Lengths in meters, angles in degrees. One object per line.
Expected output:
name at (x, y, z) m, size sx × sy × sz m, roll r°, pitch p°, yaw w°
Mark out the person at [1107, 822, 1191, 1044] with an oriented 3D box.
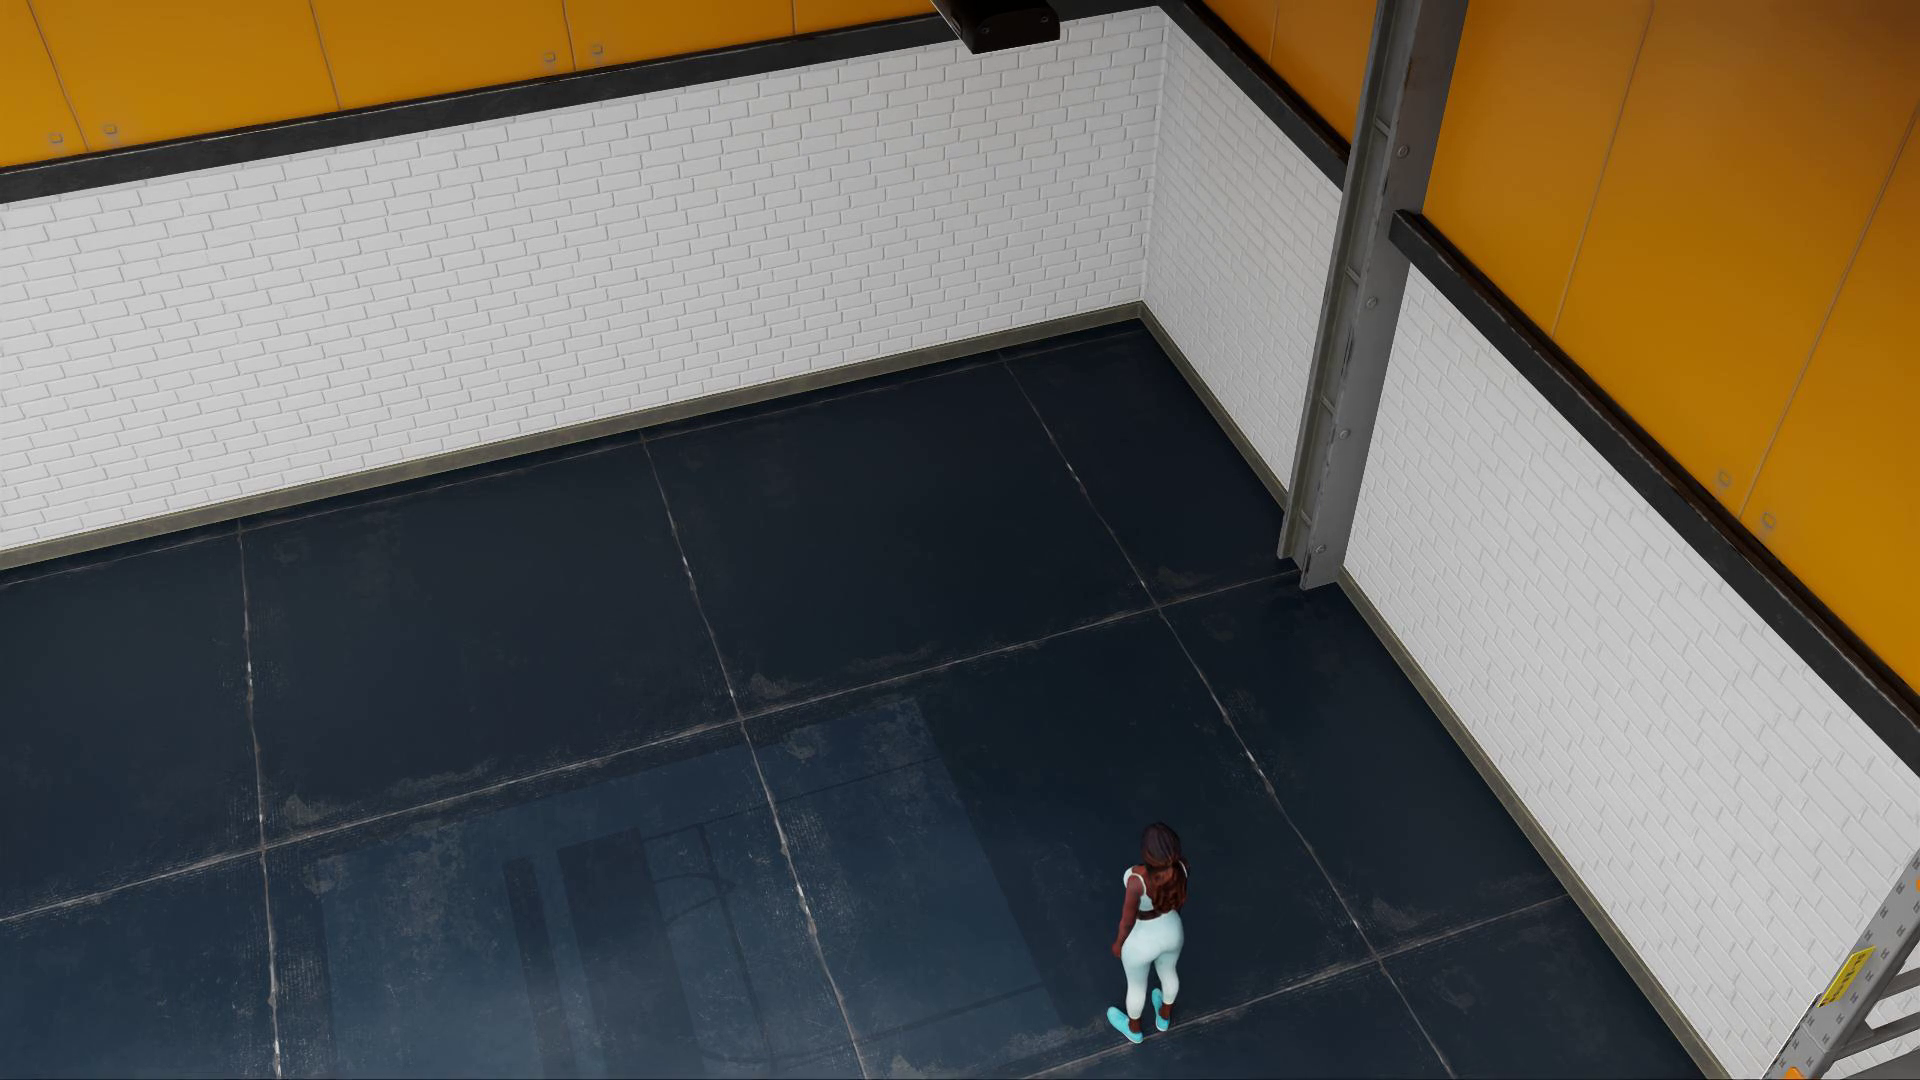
person at (1.001, 2.066, 8.703) m, size 0.580 × 1.724 × 0.548 m, roll -18°, pitch 47°, yaw -18°
